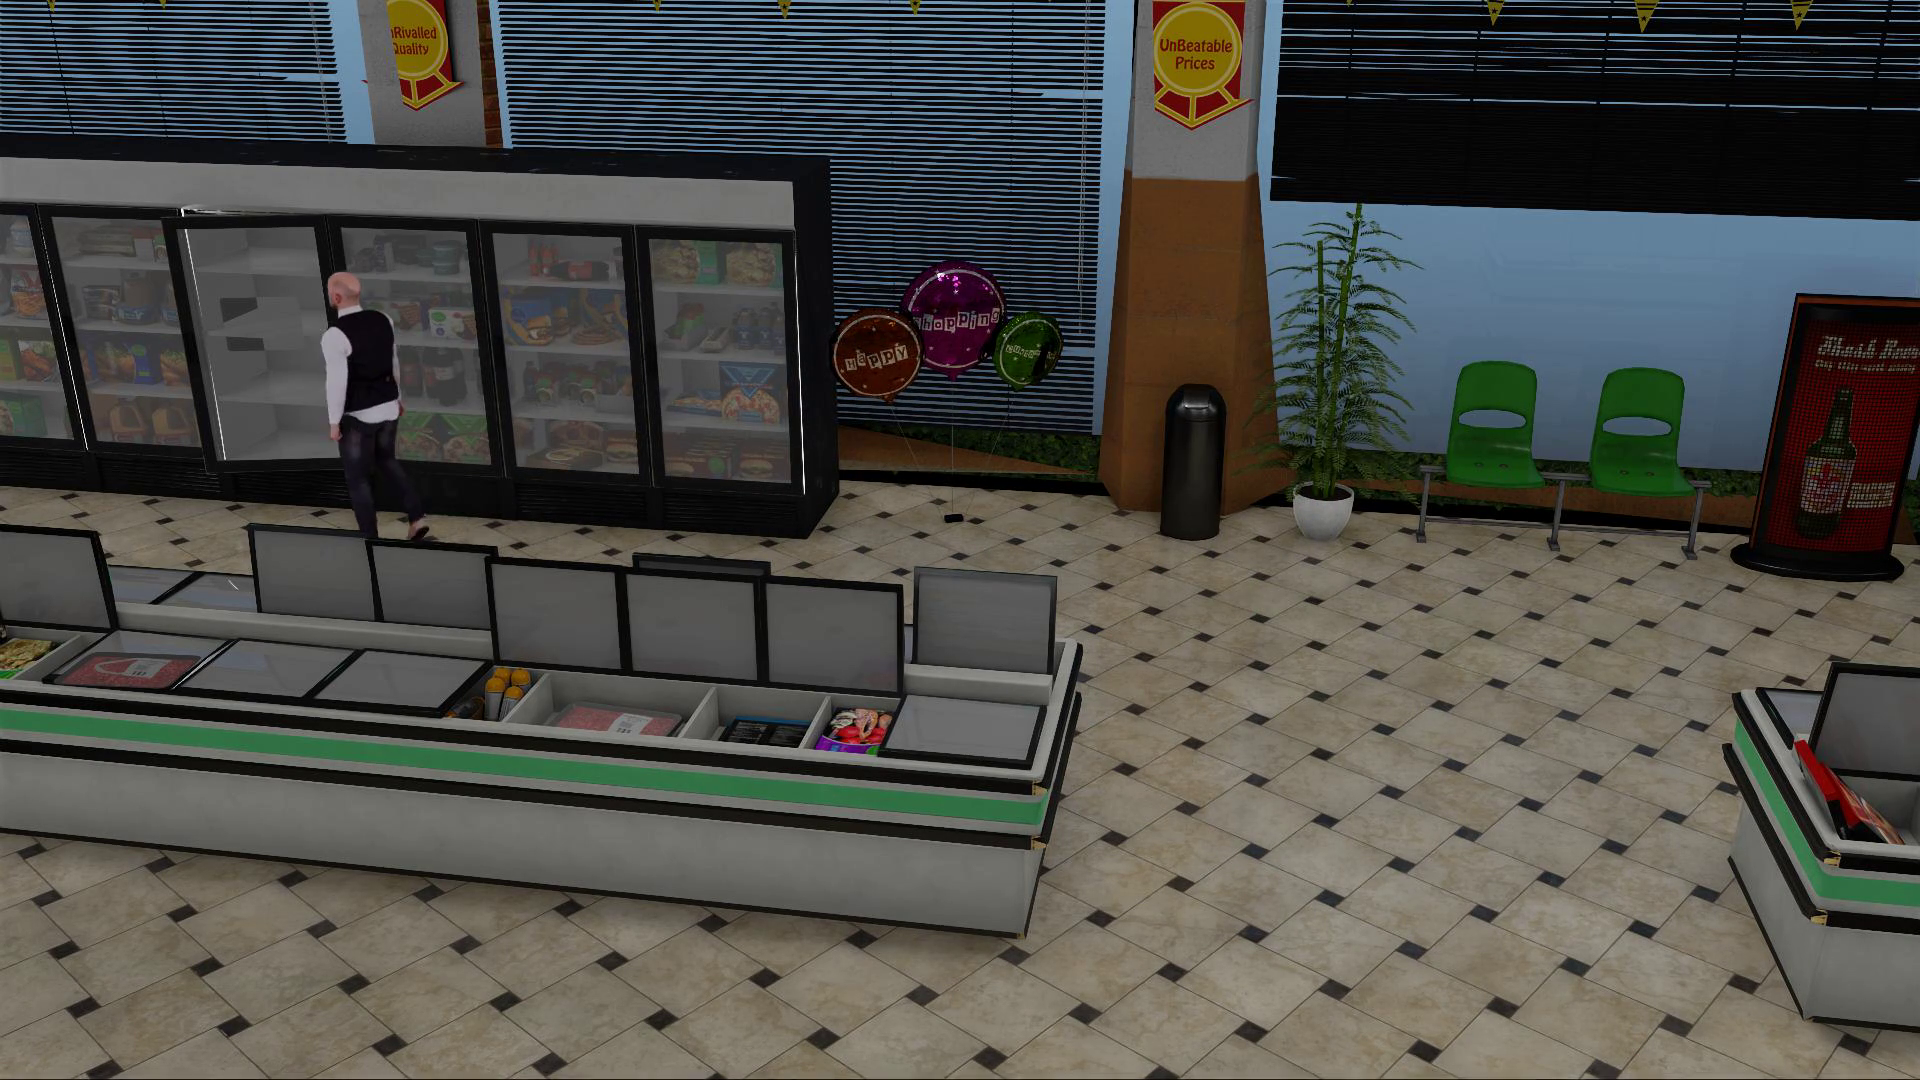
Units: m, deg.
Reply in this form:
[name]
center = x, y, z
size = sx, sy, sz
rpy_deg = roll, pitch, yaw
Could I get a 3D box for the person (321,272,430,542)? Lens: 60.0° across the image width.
[person]
center = -3.572, -0.742, 10.157
size = 0.945, 1.815, 0.855
rpy_deg = 10, 24, 24
